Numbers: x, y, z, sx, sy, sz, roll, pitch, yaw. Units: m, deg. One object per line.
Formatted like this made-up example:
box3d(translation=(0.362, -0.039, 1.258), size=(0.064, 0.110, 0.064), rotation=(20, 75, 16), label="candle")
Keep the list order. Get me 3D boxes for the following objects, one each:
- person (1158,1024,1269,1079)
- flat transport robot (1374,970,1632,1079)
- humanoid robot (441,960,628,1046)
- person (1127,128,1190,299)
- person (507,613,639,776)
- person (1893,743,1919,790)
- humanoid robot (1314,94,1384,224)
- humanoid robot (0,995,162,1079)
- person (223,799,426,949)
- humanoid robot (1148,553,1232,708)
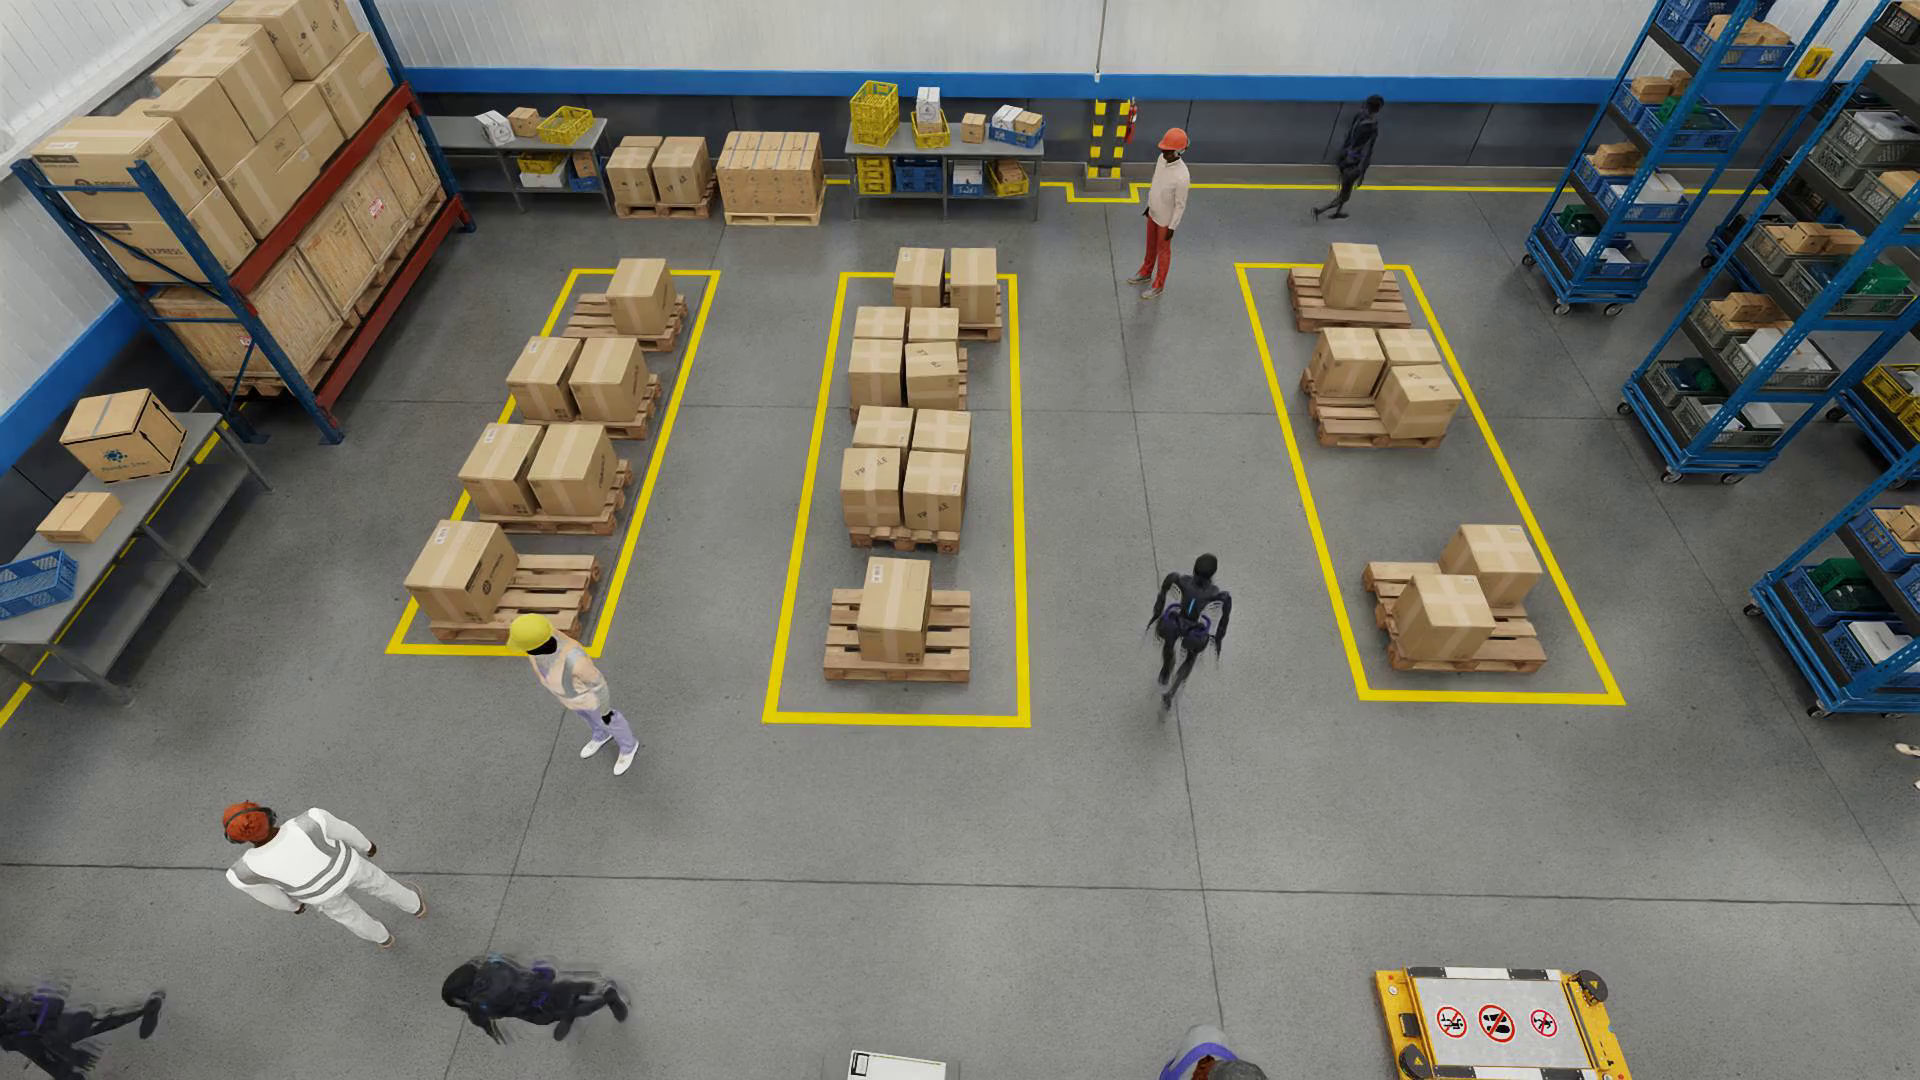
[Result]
box3d(translation=(1.276, 3.061, 4.848), size=(0.535, 2.000, 0.678), rotation=(15, 52, 12), label="person")
box3d(translation=(3.501, 3.133, 5.914), size=(1.431, 0.197, 0.652), rotation=(1, 51, 1), label="flat transport robot")
box3d(translation=(-2.510, 2.693, 5.390), size=(0.634, 1.622, 0.430), rotation=(-5, 51, -4), label="humanoid robot")
box3d(translation=(2.282, -3.681, 10.374), size=(0.376, 1.995, 0.607), rotation=(-17, 53, -13), label="person")
box3d(translation=(-2.724, 1.091, 6.529), size=(0.587, 1.923, 0.379), rotation=(24, 55, 18), label="person")
box3d(translation=(7.511, 1.269, 6.484), size=(0.329, 1.768, 0.525), rotation=(9, 51, 8), label="person")
box3d(translation=(4.855, -4.731, 11.444), size=(0.551, 1.642, 0.577), rotation=(-7, 51, -5), label="humanoid robot")
box3d(translation=(-5.342, 2.854, 5.286), size=(0.615, 1.627, 0.788), rotation=(-6, 51, -5), label="humanoid robot")
box3d(translation=(-3.962, 2.092, 5.739), size=(0.356, 1.882, 0.573), rotation=(31, 57, 23), label="person")
box3d(translation=(1.729, 0.700, 7.012), size=(0.600, 1.651, 0.505), rotation=(23, 55, 18), label="humanoid robot")
